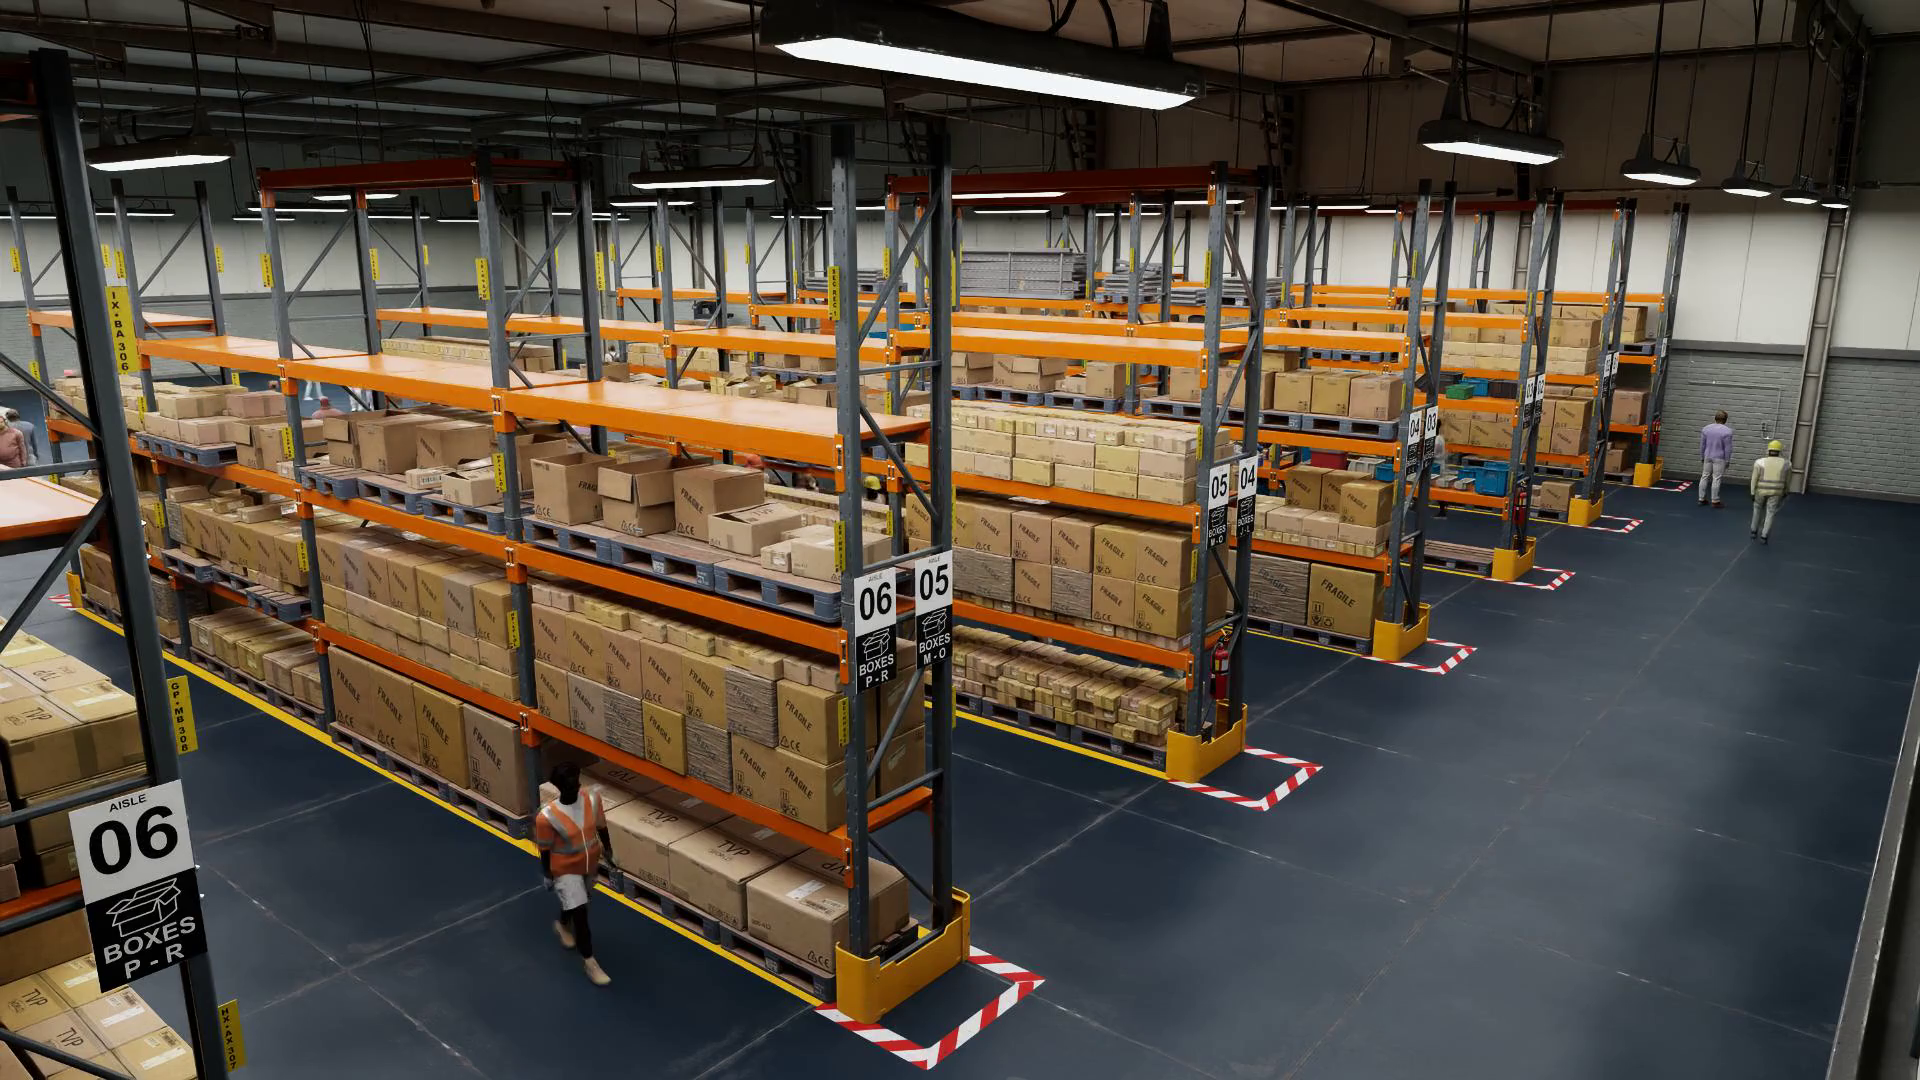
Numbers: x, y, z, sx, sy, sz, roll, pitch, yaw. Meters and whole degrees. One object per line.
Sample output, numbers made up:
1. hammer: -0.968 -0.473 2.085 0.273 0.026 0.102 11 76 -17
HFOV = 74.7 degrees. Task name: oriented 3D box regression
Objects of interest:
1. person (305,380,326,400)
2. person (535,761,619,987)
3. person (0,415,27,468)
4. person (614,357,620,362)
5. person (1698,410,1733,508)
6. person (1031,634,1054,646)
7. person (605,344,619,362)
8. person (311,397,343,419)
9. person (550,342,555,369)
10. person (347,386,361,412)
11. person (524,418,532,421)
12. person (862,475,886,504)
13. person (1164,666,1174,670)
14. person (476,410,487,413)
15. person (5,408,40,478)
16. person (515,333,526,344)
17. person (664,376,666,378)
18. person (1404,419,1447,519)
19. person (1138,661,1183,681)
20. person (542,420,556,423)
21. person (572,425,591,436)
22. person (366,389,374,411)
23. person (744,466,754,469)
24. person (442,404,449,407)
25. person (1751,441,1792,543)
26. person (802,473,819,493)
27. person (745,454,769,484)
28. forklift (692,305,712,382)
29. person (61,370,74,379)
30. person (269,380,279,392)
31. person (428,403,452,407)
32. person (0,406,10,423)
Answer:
1. person: -21.352 -5.478 41.620 0.767 1.690 0.512 -5 15 -20
2. person: -2.882 2.389 9.347 0.842 1.664 0.529 10 17 37
3. person: -18.901 -1.539 24.989 0.642 1.909 0.399 -5 15 -21
4. person: -10.232 -4.579 37.741 0.640 1.786 1.018 -7 15 -26
5. person: 15.195 -1.639 25.332 0.373 1.940 0.627 -7 15 -25
6. person: 1.183 0.529 16.476 0.607 1.912 0.820 -12 18 -40
7. person: -11.585 -5.610 41.951 0.539 1.793 0.947 -9 16 -33
8. person: -14.047 -2.252 27.986 0.679 1.864 0.933 -11 17 -37
9. person: -13.738 -5.761 42.544 0.801 1.809 0.666 0 14 0
10. person: -18.771 -4.902 38.860 0.673 1.886 0.514 -3 14 -11
11. person: -9.198 -1.824 26.660 0.738 1.670 0.538 -9 16 -32
12. person: -1.351 -0.073 19.050 0.600 1.859 1.041 -11 18 -38
13. person: 2.428 0.689 15.994 0.975 1.834 0.602 12 18 39
14. person: -12.619 -3.551 33.119 0.706 1.977 0.628 3 14 12
15. person: -19.199 -1.741 25.792 0.655 1.924 0.647 9 16 32
16. person: -16.891 -7.134 48.448 0.424 1.683 0.550 5 15 20
17. person: -8.745 -4.534 37.314 0.559 1.915 0.883 4 14 14
18. person: 9.030 -1.384 24.327 0.966 1.918 0.616 7 15 27
19. person: 2.464 1.024 15.087 0.502 1.608 0.804 -8 16 -30
20. person: -10.223 -3.117 31.597 0.554 1.848 0.599 -5 14 -18
21. person: -7.563 -1.729 25.524 0.627 2.022 0.661 2 14 7
22. person: -15.918 -3.711 33.988 0.909 1.866 0.679 -7 16 -28
23. person: -3.039 -0.195 19.495 0.775 1.904 0.567 9 16 33
24. person: -10.707 -1.896 26.435 0.379 1.916 0.591 11 17 37
25. person: 14.484 -0.891 22.549 0.593 1.792 0.869 8 16 29
26. person: -2.498 -0.345 20.770 0.914 1.576 0.491 10 17 36
27. person: -3.274 -0.412 20.171 0.673 1.992 0.770 -10 17 -37
28. forklift: -9.511 -7.392 47.124 1.873 2.768 1.129 11 17 38
29. person: -23.535 -3.576 33.413 1.016 1.877 0.576 -12 18 -40
30. person: -17.944 -3.398 33.249 0.699 1.614 0.522 -8 16 -29
31. person: -12.921 -3.063 31.377 0.564 1.848 0.388 -7 15 -27
32. person: -21.442 -2.322 28.250 0.629 1.904 0.933 0 14 -1
